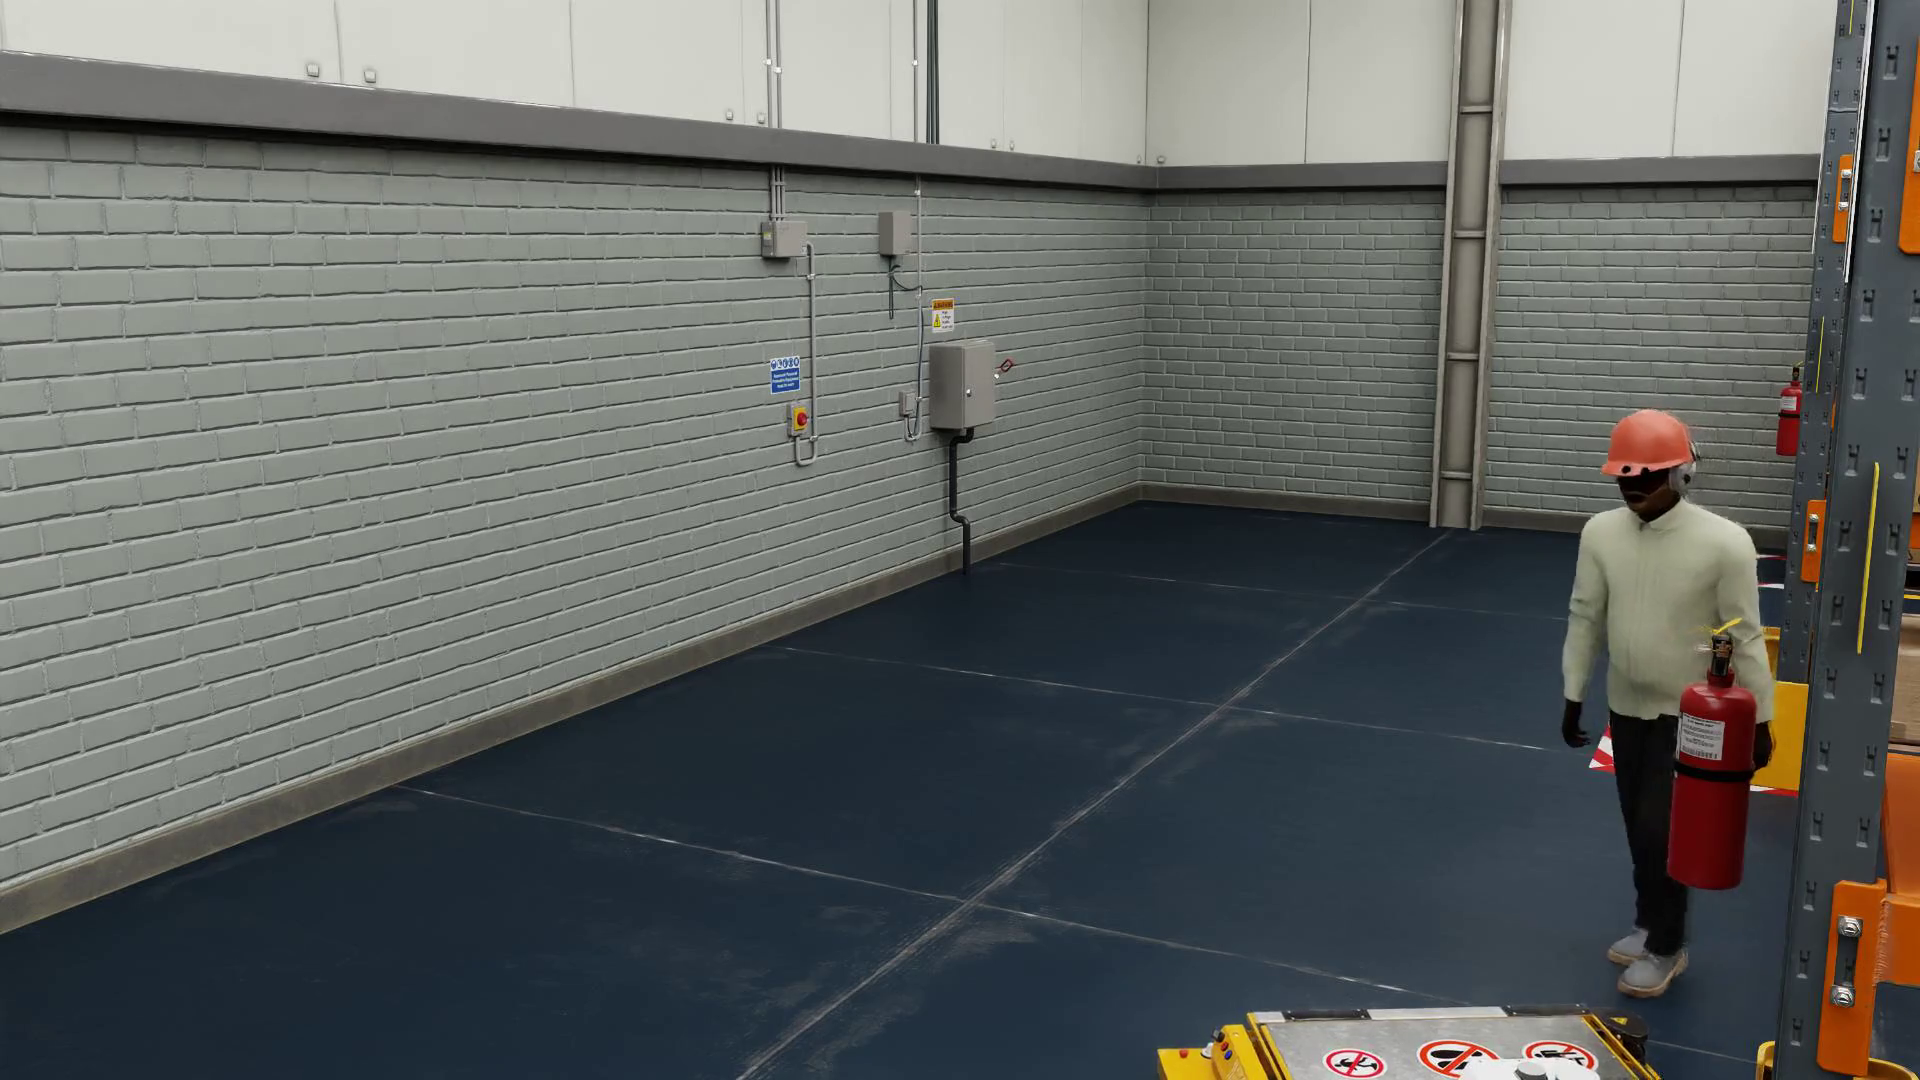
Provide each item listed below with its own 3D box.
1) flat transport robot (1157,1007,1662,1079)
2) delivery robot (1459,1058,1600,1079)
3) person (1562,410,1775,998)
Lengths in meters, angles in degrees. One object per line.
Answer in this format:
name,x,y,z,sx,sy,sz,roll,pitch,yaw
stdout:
flat transport robot,1.314,1.545,4.646,1.431,0.197,0.652,-1,10,-3
delivery robot,1.445,1.488,3.930,0.477,0.478,0.707,-1,10,-3
person,2.336,0.542,5.528,0.636,1.949,0.666,-7,12,-33
